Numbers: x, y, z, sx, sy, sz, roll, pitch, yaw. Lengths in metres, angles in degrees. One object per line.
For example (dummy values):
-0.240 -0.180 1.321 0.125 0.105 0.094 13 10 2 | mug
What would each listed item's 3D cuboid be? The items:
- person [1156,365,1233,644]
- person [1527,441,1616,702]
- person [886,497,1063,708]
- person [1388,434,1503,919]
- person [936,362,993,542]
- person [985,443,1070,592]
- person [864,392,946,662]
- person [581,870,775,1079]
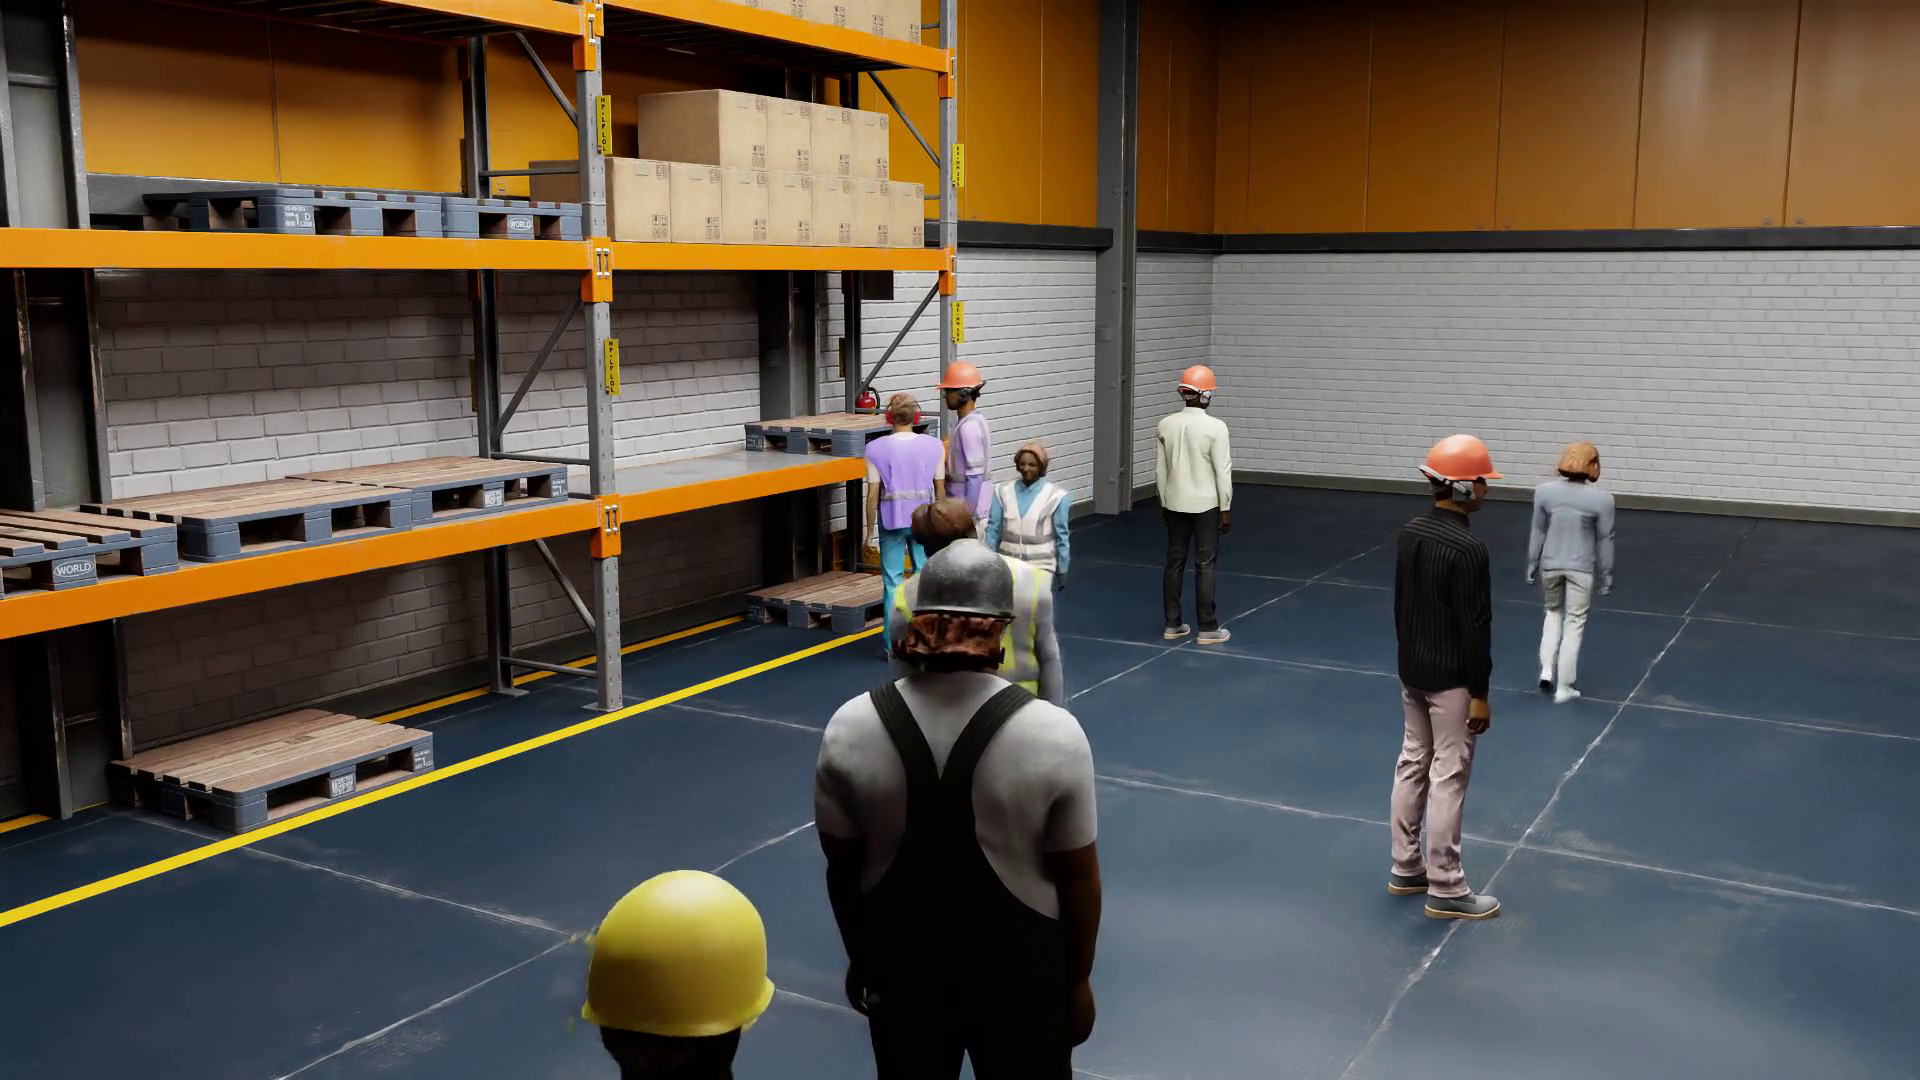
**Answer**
1.685 -0.252 11.938 0.611 1.995 0.375 7 12 39 | person
3.795 0.193 10.328 0.530 1.616 0.415 8 12 39 | person
0.051 0.742 6.348 0.684 1.813 0.465 -1 9 -4 | person
2.011 0.558 6.881 0.382 1.995 0.612 -2 9 -15 | person
0.033 -0.211 11.528 0.397 2.044 0.609 0 9 2 | person
0.446 0.167 10.559 0.520 1.596 0.854 4 10 25 | person
-0.365 -0.073 11.285 0.570 1.843 0.372 -3 10 -17 | person
-0.362 1.348 2.254 0.609 1.889 0.872 1 9 9 | person
